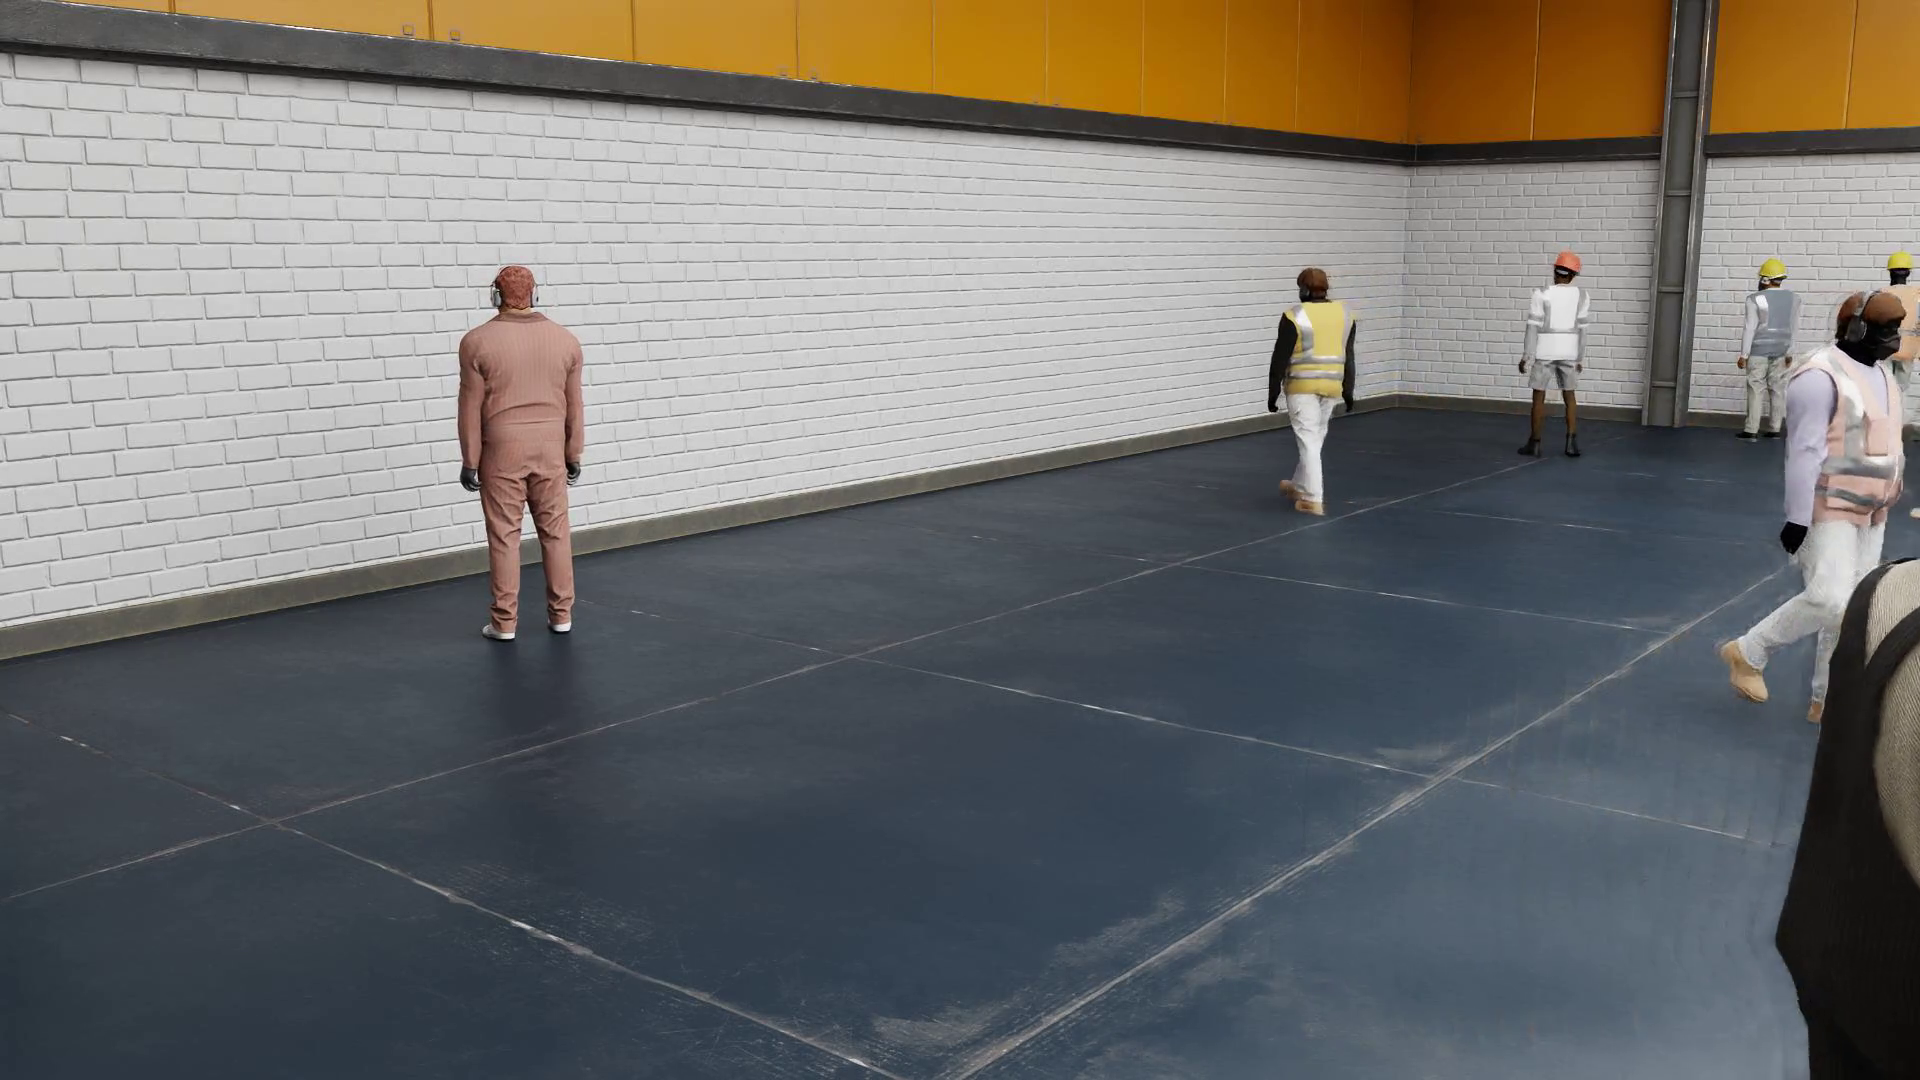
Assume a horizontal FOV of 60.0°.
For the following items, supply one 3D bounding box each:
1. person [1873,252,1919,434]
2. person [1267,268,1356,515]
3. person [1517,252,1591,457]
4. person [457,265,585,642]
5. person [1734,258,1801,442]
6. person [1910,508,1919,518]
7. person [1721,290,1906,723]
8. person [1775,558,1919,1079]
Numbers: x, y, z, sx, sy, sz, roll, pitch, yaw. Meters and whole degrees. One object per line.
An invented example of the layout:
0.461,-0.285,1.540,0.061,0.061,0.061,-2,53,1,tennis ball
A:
8.843,-1.772,15.806,0.610,1.904,0.630,3,11,16,person
2.568,-1.128,12.525,0.656,1.805,0.840,-4,11,-23,person
5.558,-1.715,15.541,0.618,1.902,0.447,0,10,1,person
-2.231,-0.438,8.457,0.646,1.900,0.402,-7,12,-35,person
8.106,-1.901,16.725,0.600,1.836,0.404,-2,10,-9,person
7.241,-1.055,11.959,0.486,1.873,0.590,8,13,36,person
3.612,-0.123,6.924,0.641,1.823,0.543,-7,12,-33,person
1.449,0.673,2.484,0.420,1.828,0.520,0,10,0,person
